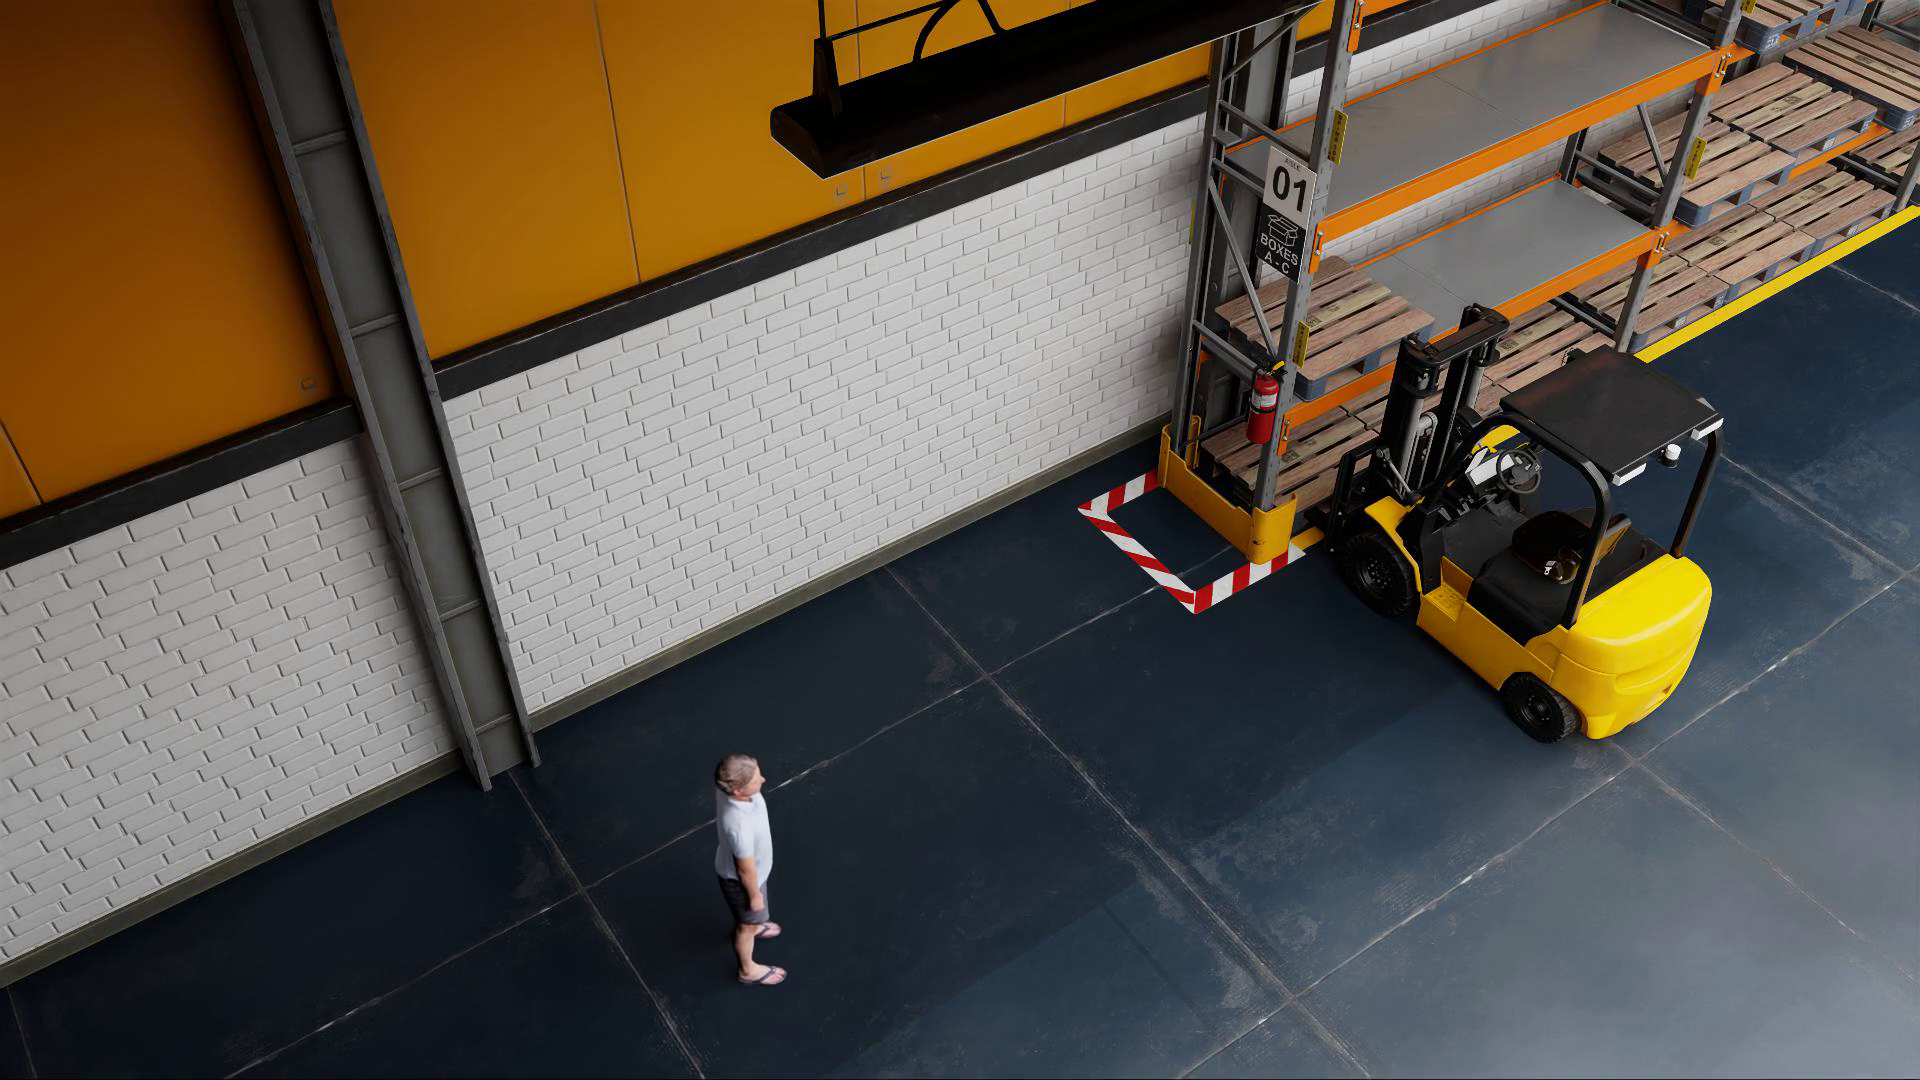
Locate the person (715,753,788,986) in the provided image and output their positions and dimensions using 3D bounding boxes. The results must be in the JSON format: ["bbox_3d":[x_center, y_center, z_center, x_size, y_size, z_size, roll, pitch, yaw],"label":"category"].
[{"bbox_3d":[-1.187,1.756,9.052,0.724,1.829,0.729,-5,44,-5],"label":"person"}]
